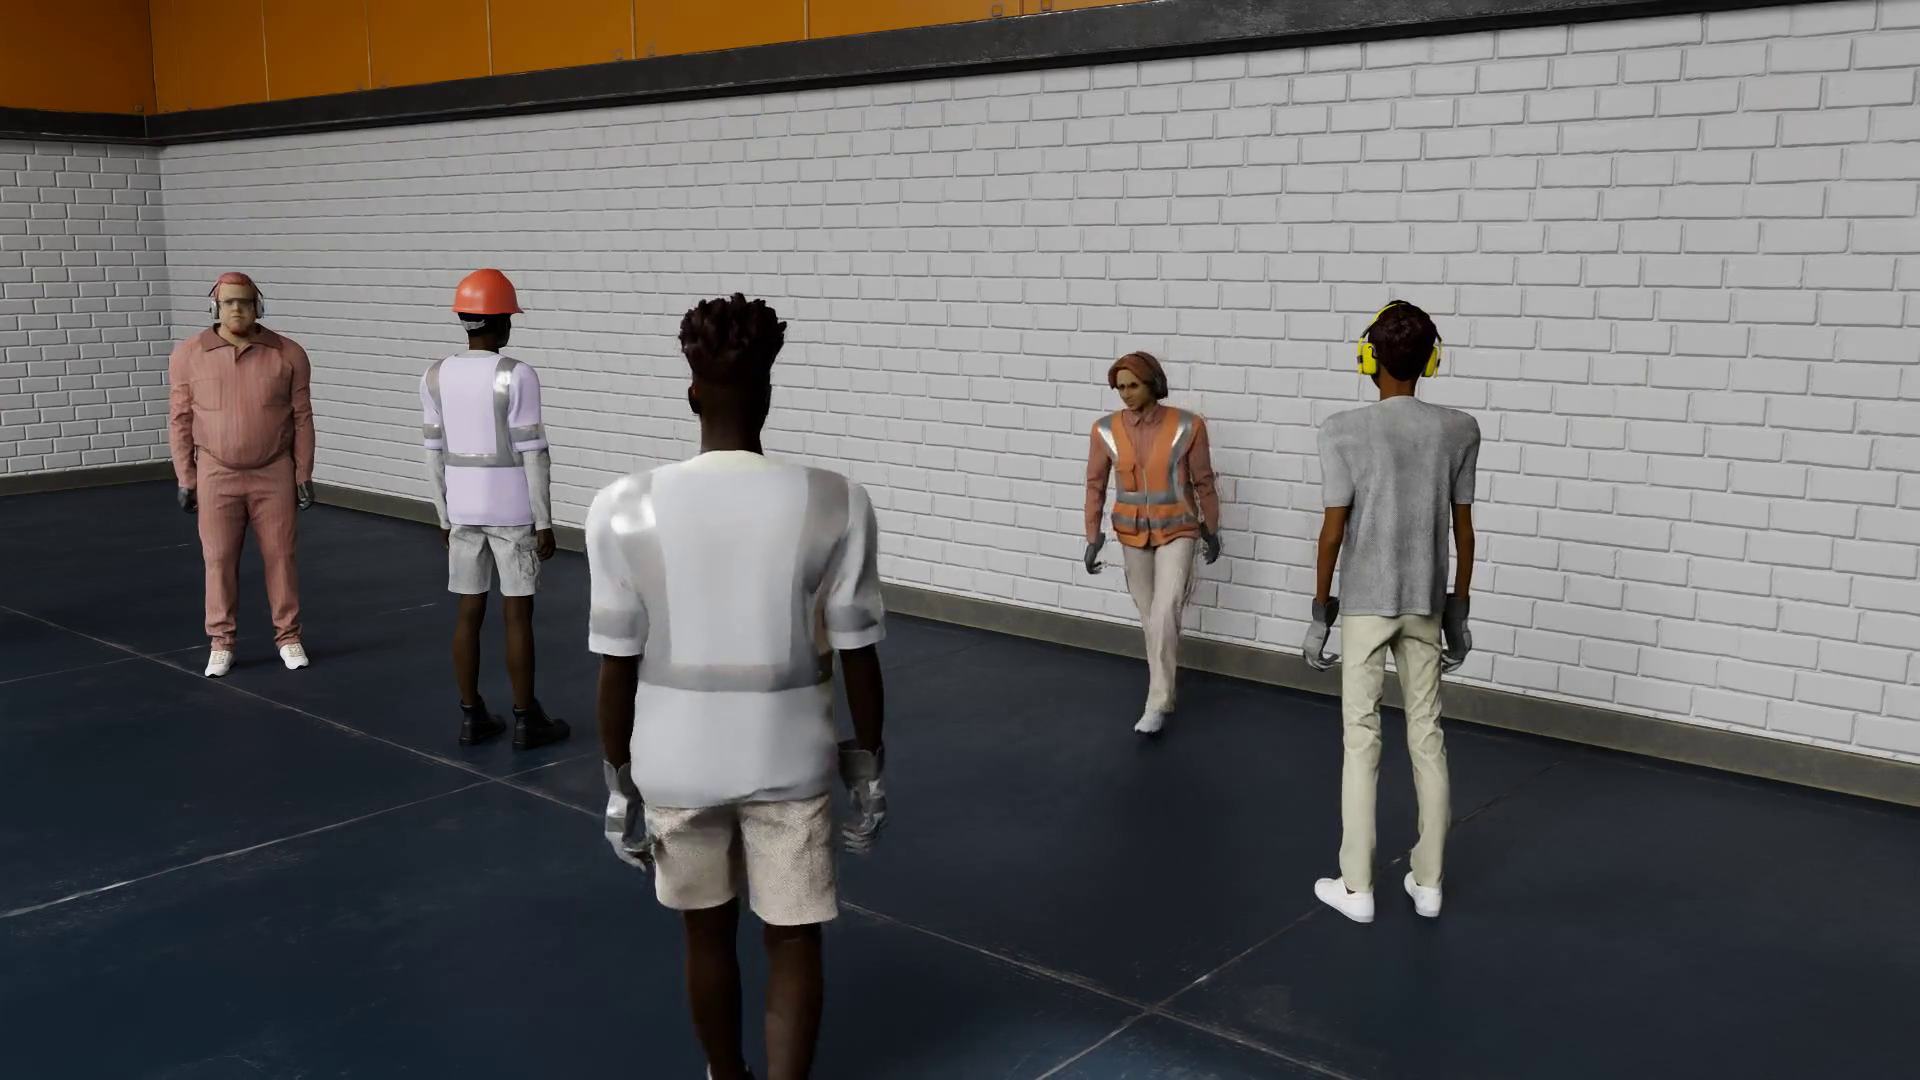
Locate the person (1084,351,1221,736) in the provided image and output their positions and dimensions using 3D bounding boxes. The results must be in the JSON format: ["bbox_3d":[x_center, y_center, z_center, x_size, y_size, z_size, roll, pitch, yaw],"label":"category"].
[{"bbox_3d":[0.797,0.007,6.984,0.549,1.586,0.779,4,11,22],"label":"person"}]

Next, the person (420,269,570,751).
[{"bbox_3d":[-1.878,-0.115,6.723,0.542,1.939,0.361,3,10,18],"label":"person"}]

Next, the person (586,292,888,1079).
[{"bbox_3d":[-0.453,0.466,3.430,0.605,1.941,0.795,-1,10,-4],"label":"person"}]

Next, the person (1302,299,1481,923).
[{"bbox_3d":[1.289,0.221,5.010,0.516,1.871,0.325,-1,10,-6],"label":"person"}]

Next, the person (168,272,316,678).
[{"bbox_3d":[-3.397,-0.309,7.917,0.643,1.912,0.410,-5,11,-24],"label":"person"}]
